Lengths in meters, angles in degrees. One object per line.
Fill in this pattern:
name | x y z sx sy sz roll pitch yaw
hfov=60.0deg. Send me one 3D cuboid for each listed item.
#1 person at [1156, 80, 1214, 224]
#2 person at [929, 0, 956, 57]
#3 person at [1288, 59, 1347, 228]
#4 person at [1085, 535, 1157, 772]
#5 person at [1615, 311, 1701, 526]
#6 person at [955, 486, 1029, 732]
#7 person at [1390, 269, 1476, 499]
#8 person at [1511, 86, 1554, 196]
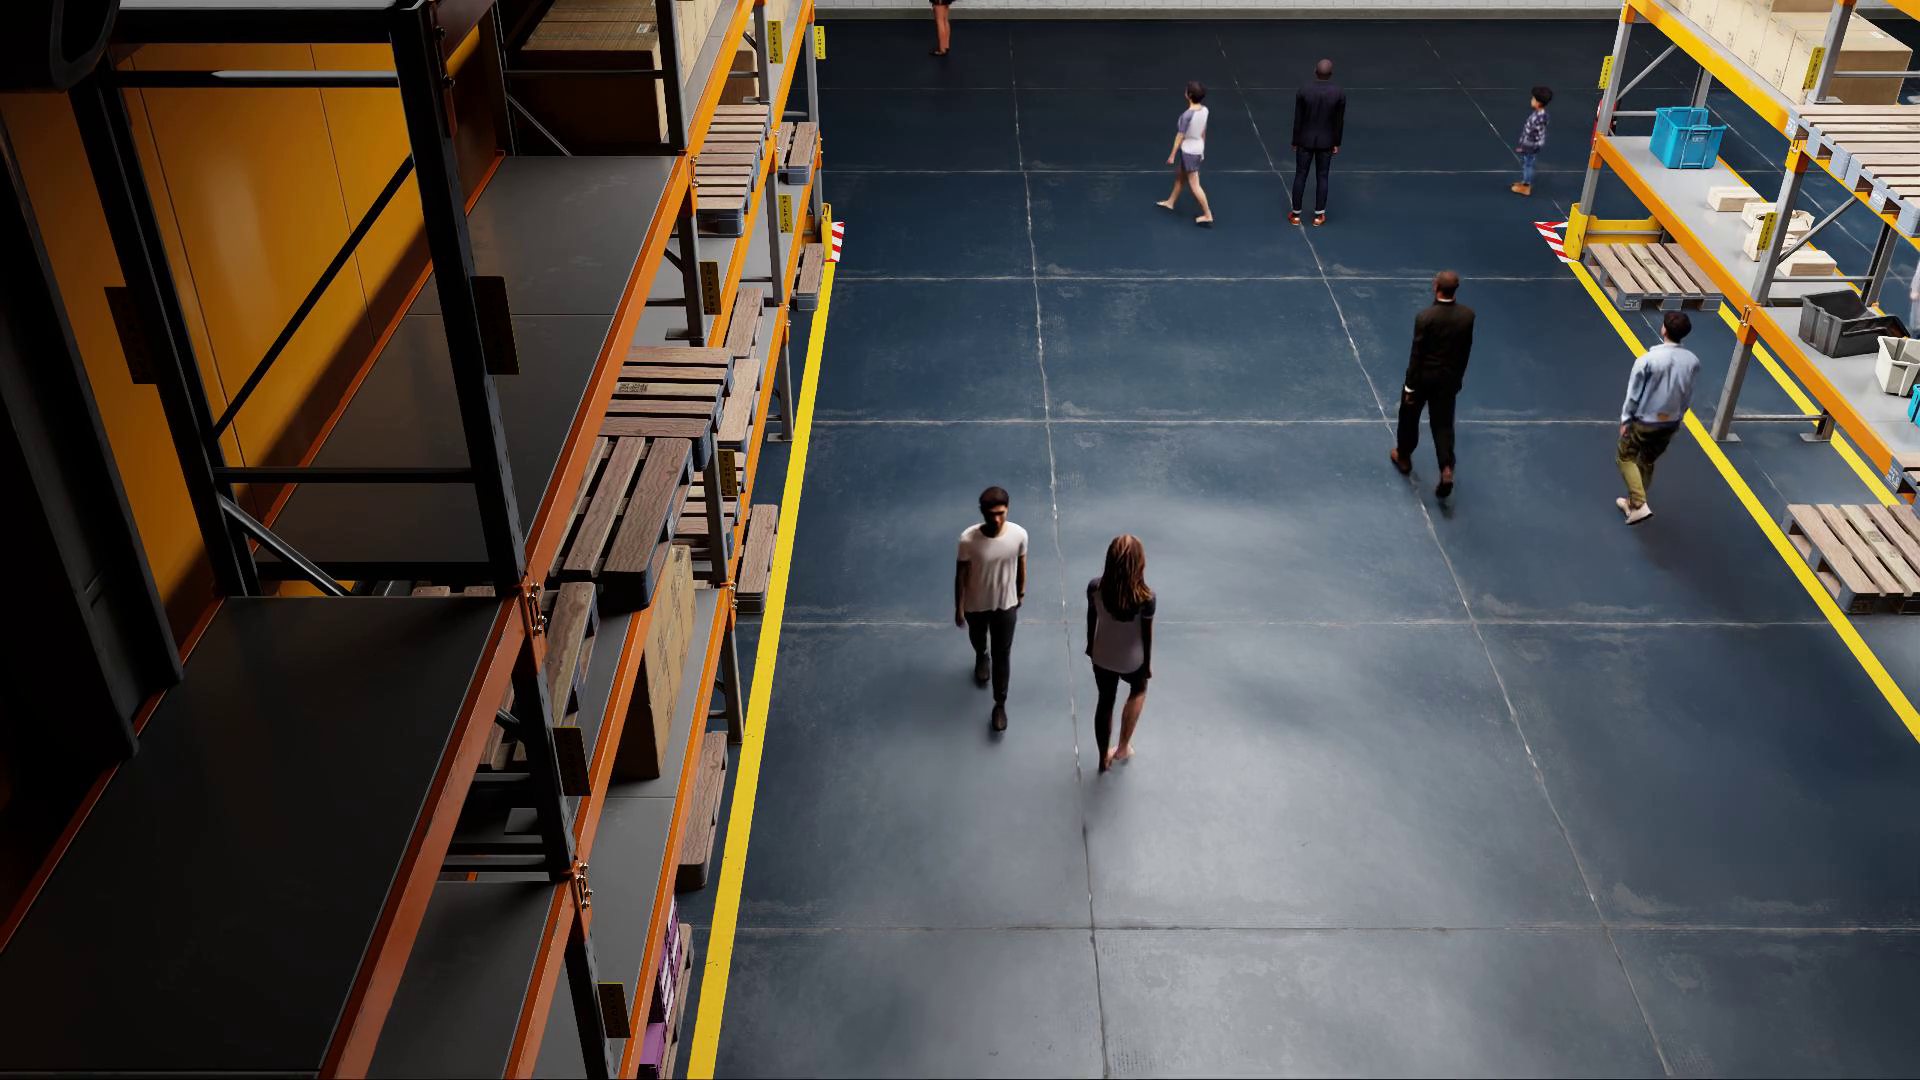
person | 2.560 -4.173 18.040 1.033 1.520 1.026 25 41 32
person | -0.223 -7.568 23.005 0.697 1.677 0.572 6 34 9
person | 3.832 -4.280 17.930 0.727 1.819 0.652 5 34 8
person | 0.970 0.781 10.409 0.717 1.717 0.723 13 36 19
person | 5.374 -0.870 12.821 0.725 1.797 0.869 -3 34 -4
person | 0.186 0.346 11.098 0.657 1.679 1.092 -2 34 -2
person | 3.824 -1.229 13.287 0.721 1.877 1.191 -2 34 -3
person | 6.510 -4.497 18.774 0.659 1.247 0.590 25 41 33
